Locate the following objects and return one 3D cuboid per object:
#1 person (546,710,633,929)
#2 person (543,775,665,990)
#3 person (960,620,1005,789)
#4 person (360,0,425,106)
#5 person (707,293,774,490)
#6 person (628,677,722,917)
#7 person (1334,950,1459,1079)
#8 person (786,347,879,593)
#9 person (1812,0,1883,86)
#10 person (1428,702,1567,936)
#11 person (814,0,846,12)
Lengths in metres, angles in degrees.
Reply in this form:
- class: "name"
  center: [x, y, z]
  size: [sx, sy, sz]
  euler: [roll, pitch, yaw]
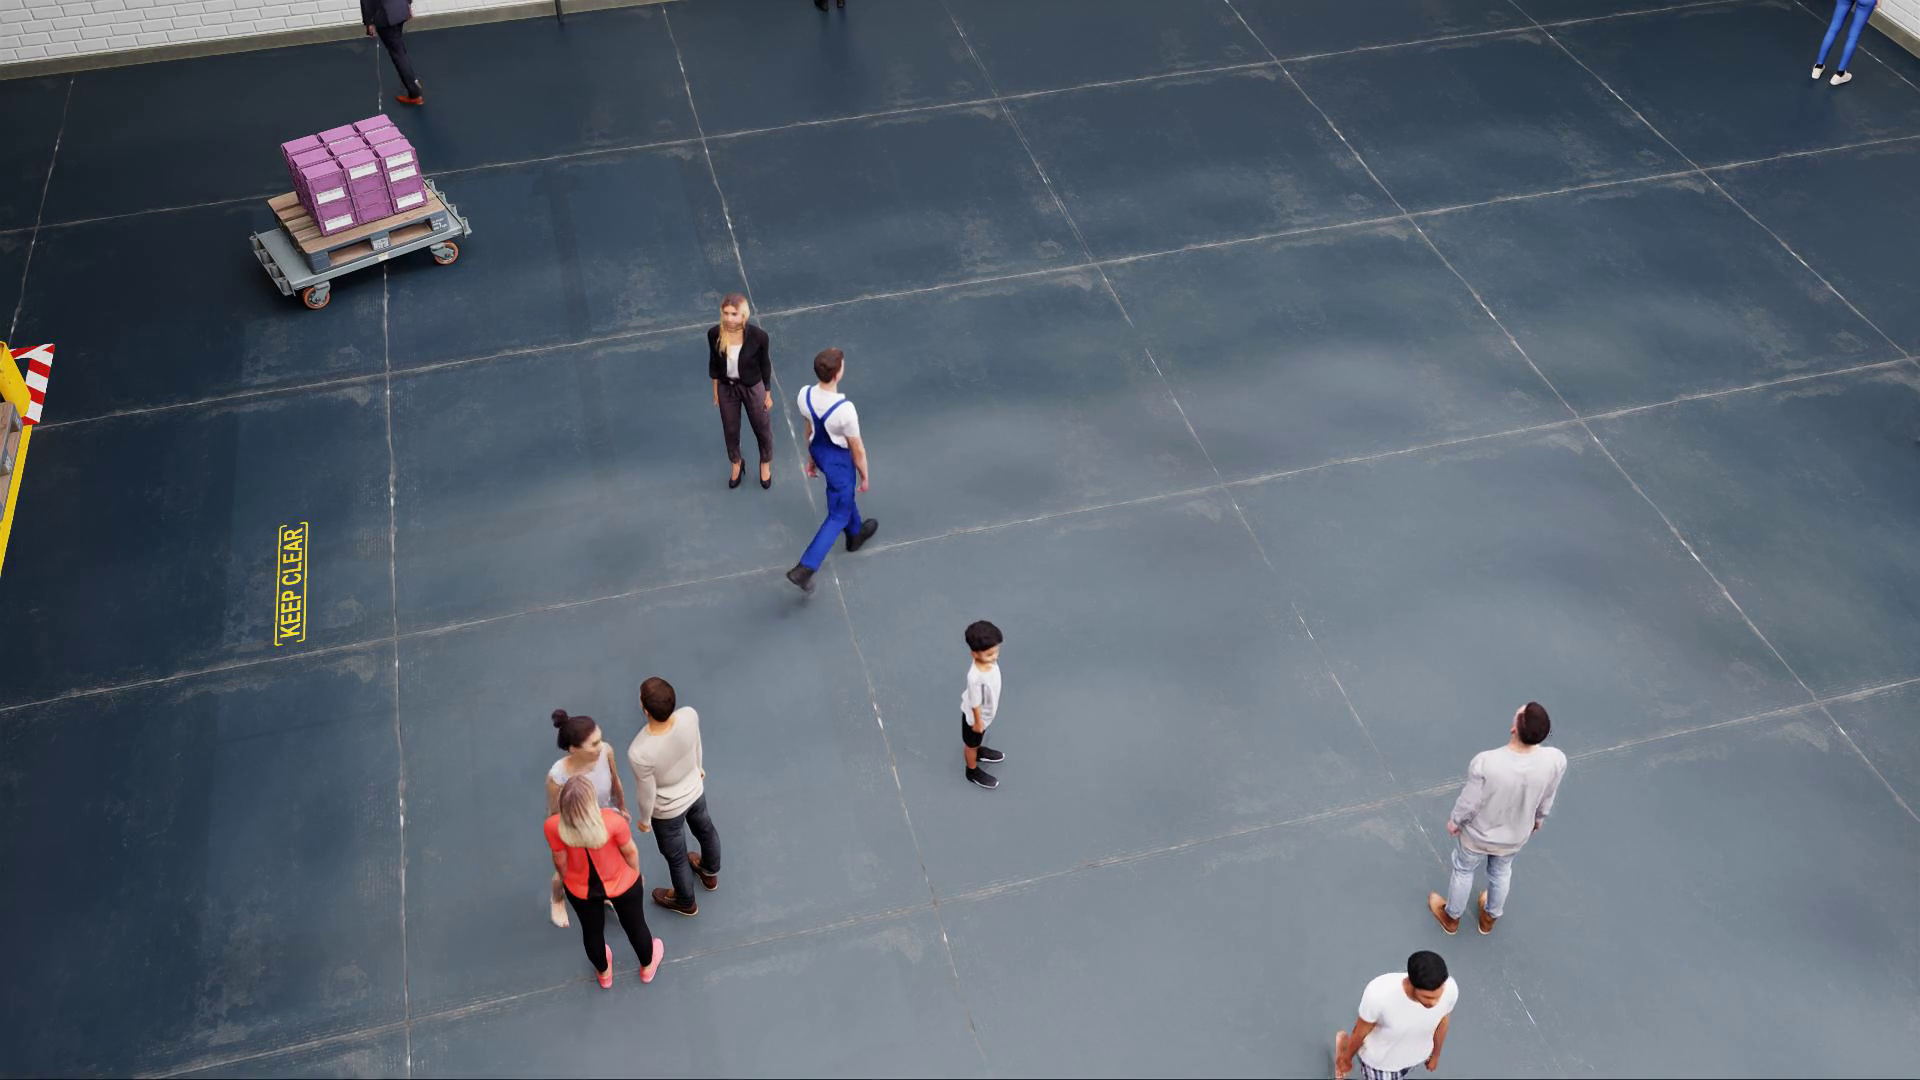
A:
- class: "person"
  center: [-2.102, 1.532, 9.181]
  size: [0.800, 1.608, 0.777]
  euler: [-23, 48, -22]
- class: "person"
  center: [-1.901, 1.820, 8.818]
  size: [0.635, 1.693, 0.599]
  euler: [-2, 44, -2]
- class: "person"
  center: [0.113, 0.969, 10.027]
  size: [0.631, 1.258, 0.551]
  euler: [11, 45, 11]
- class: "person"
  center: [-5.380, -5.005, 15.896]
  size: [0.892, 1.812, 0.814]
  euler: [17, 46, 17]
- class: "person"
  center: [-1.545, -1.051, 11.847]
  size: [0.658, 1.671, 0.633]
  euler: [4, 44, 4]
- class: "person"
  center: [-1.559, 1.409, 9.122]
  size: [0.783, 1.868, 0.741]
  euler: [26, 49, 25]
- class: "person"
  center: [2.097, 2.428, 8.186]
  size: [0.641, 1.684, 1.107]
  euler: [-11, 45, -11]
- class: "person"
  center: [-0.898, -0.449, 11.107]
  size: [1.215, 1.822, 1.198]
  euler: [27, 50, 25]
- class: "person"
  center: [8.797, -5.335, 16.274]
  size: [0.789, 1.769, 0.662]
  euler: [-34, 53, -31]
- class: "person"
  center: [2.917, 1.531, 9.016]
  size: [0.725, 1.839, 0.626]
  euler: [-1, 44, -1]
- class: "person"
  center: [-1.400, -6.450, 17.418]
  size: [0.648, 1.804, 0.616]
  euler: [-15, 46, -15]
